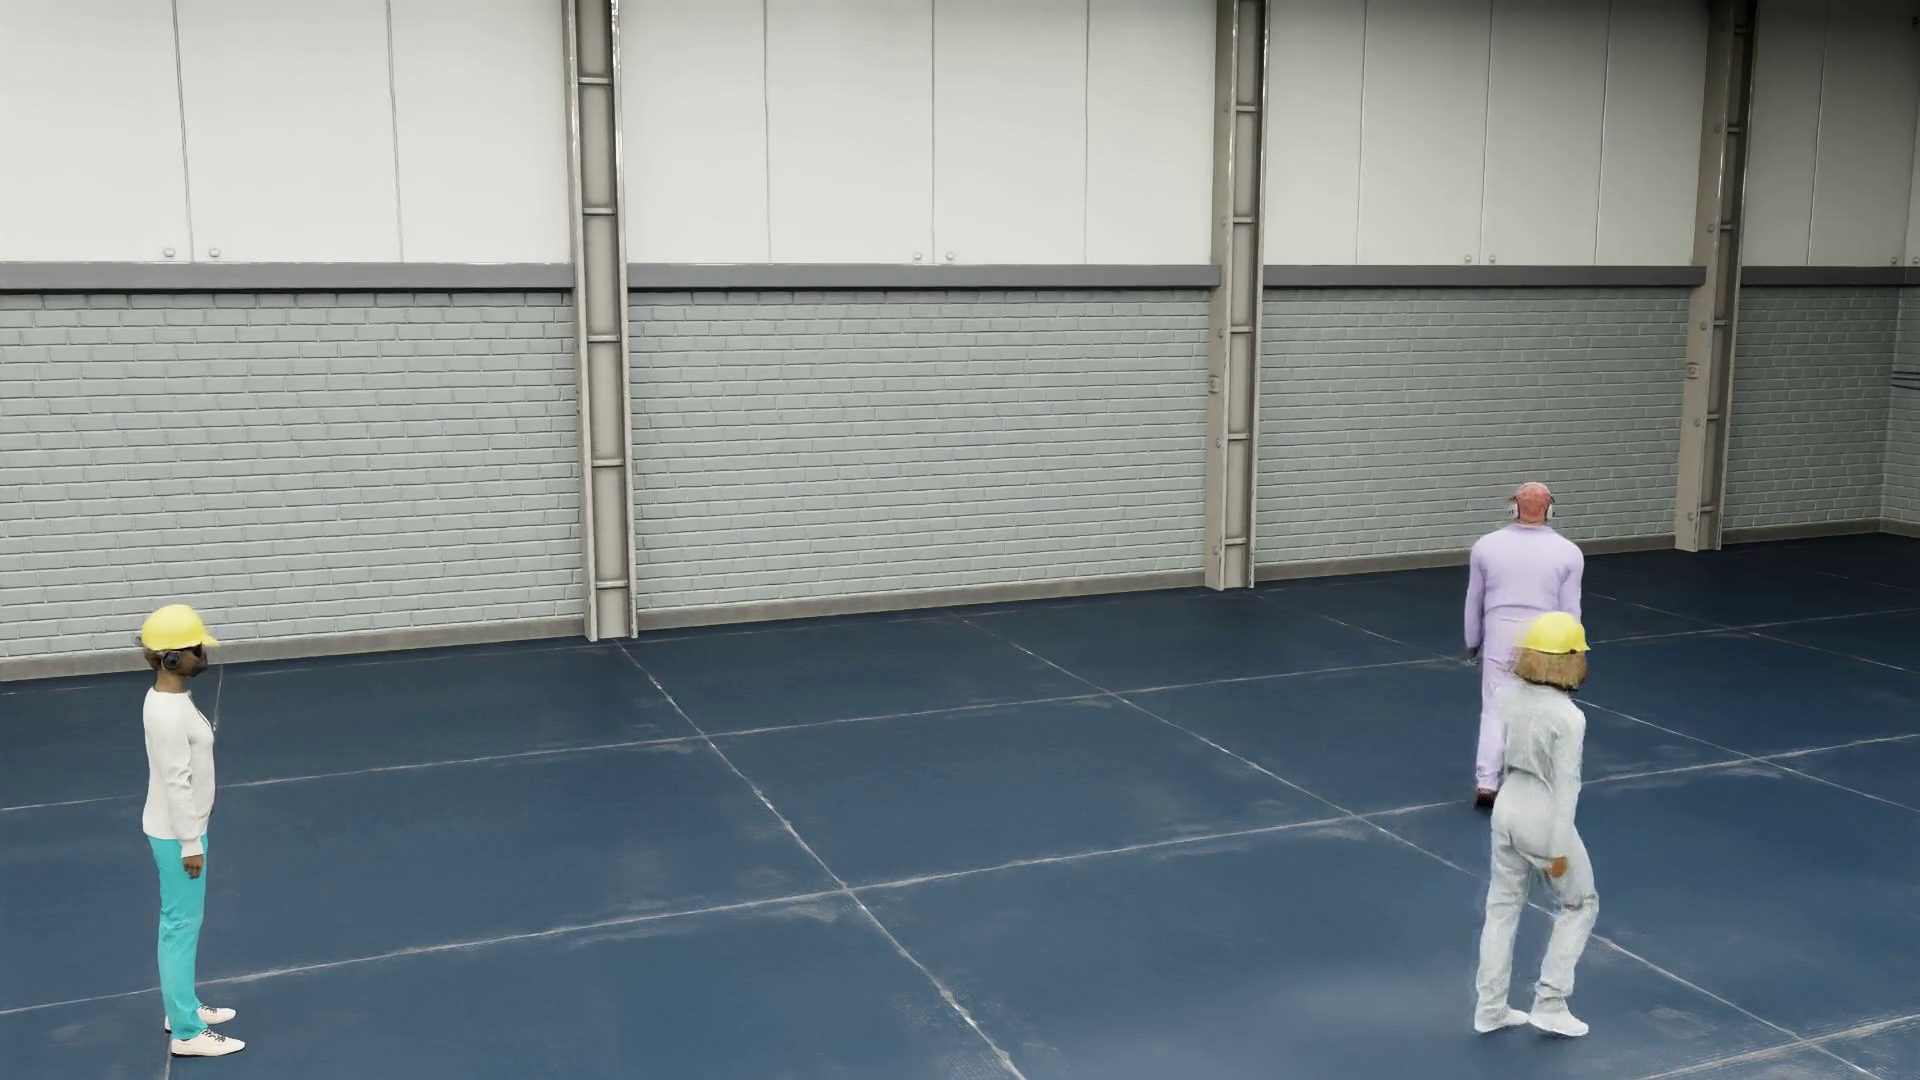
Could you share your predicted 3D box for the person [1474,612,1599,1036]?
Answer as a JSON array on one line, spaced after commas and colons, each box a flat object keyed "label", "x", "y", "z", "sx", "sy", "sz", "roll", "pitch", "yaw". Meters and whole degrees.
[{"label": "person", "x": 2.317, "y": 1.133, "z": 6.602, "sx": 0.552, "sy": 1.726, "sz": 0.497, "roll": -4, "pitch": 10, "yaw": -24}]

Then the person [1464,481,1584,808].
[{"label": "person", "x": 3.214, "y": 0.596, "z": 9.563, "sx": 0.657, "sy": 1.864, "sz": 0.992, "roll": 5, "pitch": 10, "yaw": 28}]

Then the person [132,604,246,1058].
[{"label": "person", "x": -3.023, "y": 1.126, "z": 6.502, "sx": 0.307, "sy": 1.771, "sz": 0.522, "roll": -5, "pitch": 10, "yaw": -27}]
